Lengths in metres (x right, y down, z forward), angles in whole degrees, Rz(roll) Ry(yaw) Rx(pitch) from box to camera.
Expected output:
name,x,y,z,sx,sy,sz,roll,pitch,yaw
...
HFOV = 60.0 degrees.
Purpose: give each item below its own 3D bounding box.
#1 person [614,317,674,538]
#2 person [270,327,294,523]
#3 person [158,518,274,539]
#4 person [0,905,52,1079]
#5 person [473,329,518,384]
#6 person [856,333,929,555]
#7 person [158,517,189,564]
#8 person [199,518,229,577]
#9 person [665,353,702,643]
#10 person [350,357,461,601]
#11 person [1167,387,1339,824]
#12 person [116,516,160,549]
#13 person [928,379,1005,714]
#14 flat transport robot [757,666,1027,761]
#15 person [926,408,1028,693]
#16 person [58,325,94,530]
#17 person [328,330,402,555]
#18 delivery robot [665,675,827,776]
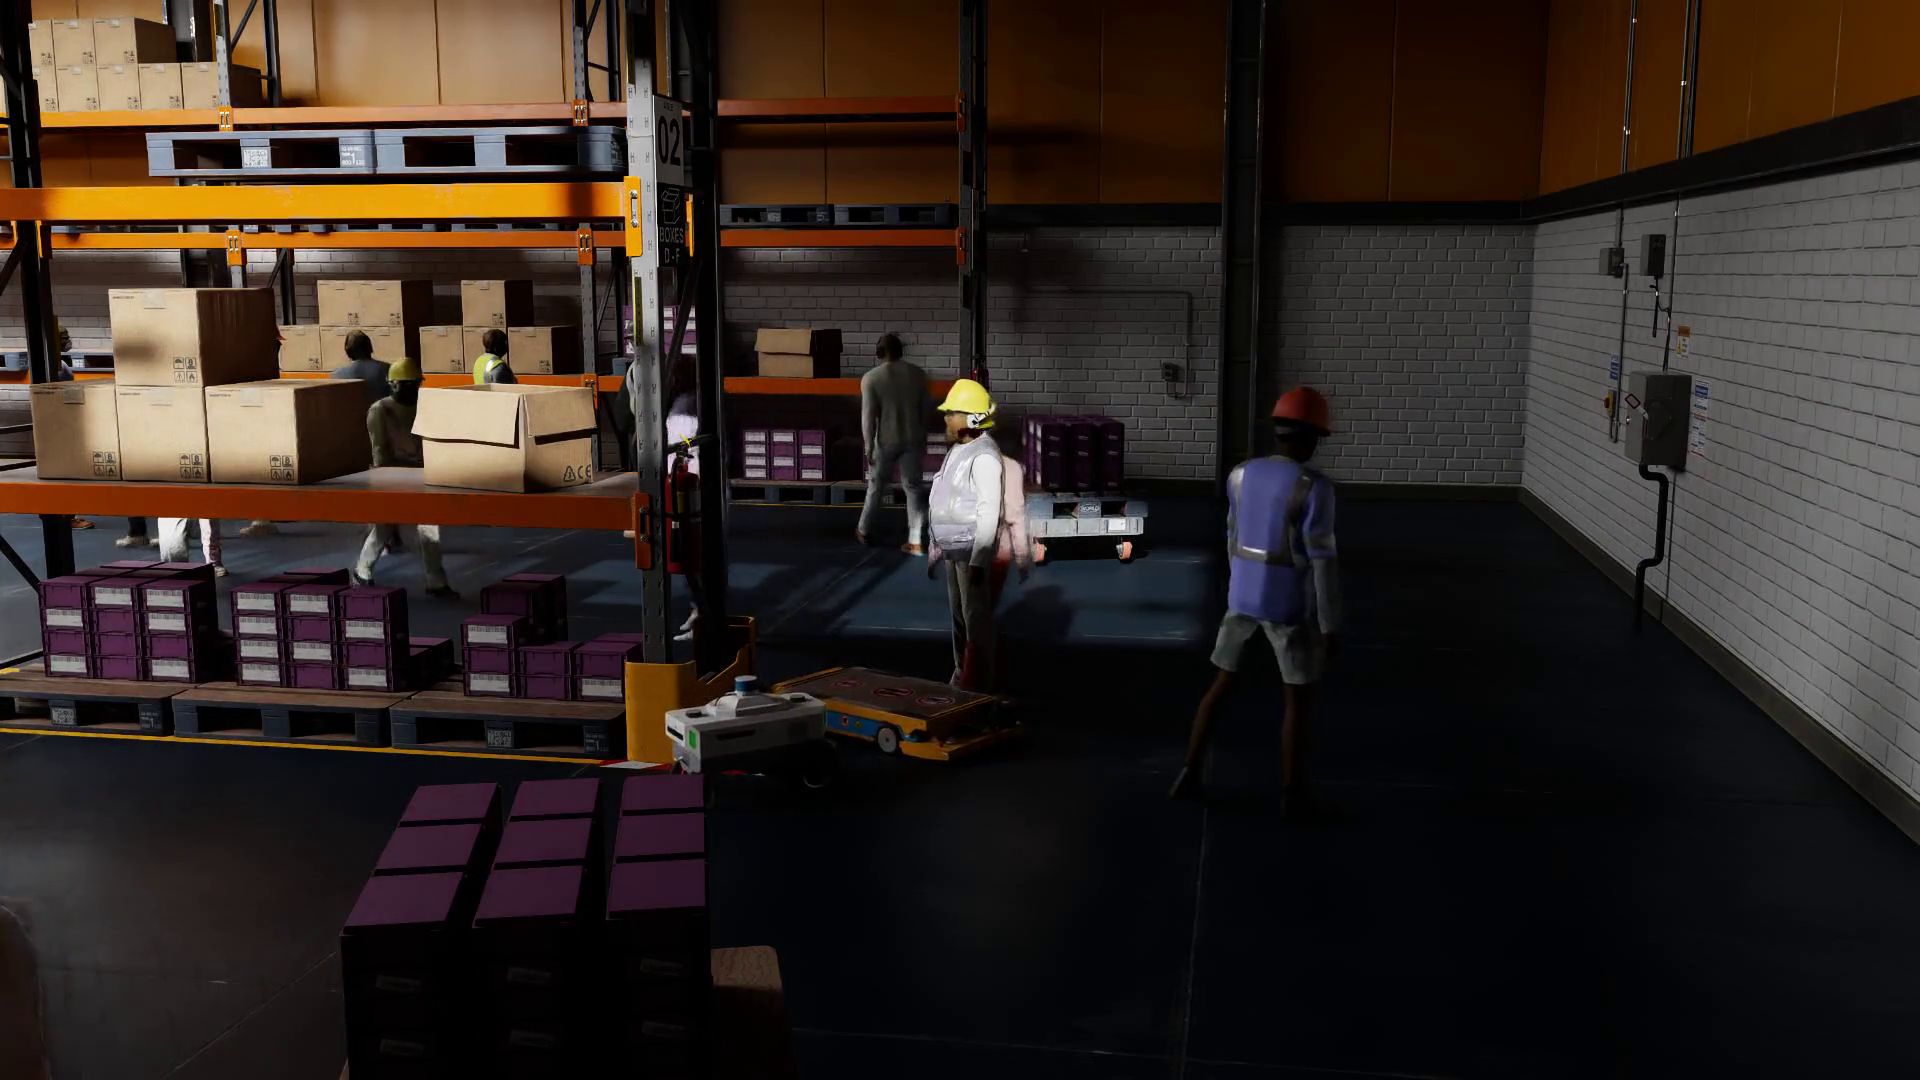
name,x,y,z,sx,sy,sz,roll,pitch,yaw
person,-2.883,-1.048,15.189,0.535,2.000,0.686,1,9,5
person,-6.648,-1.134,16.034,0.369,1.939,0.542,-5,10,-27
person,-6.747,-0.900,15.059,0.971,1.786,0.647,-1,9,-5
person,-1.292,1.122,2.187,0.866,1.898,0.592,0,9,1
person,-4.604,-1.183,16.630,0.429,1.846,0.630,-7,11,-37
person,-0.589,-0.842,14.397,0.639,1.879,0.948,-3,10,-20
person,-5.899,-0.539,12.520,0.362,1.883,0.575,-6,11,-34
person,-6.049,-0.680,13.049,0.612,1.995,0.382,-7,11,-35
person,-1.765,-0.262,10.798,0.469,1.891,0.664,0,9,-1
person,-4.137,-0.449,12.215,0.891,1.802,0.577,5,10,28
person,1.320,0.289,7.310,0.583,1.909,0.771,-9,13,-44
person,-7.131,-0.820,14.438,0.643,1.821,0.534,1,9,8
person,0.029,0.042,9.059,0.404,1.836,0.590,-3,10,-17
flat transport robot,-0.416,0.878,8.711,1.431,0.197,0.652,7,12,38
person,0.059,0.096,9.078,0.542,1.723,0.826,7,11,36
person,-8.408,-1.054,15.541,0.364,1.939,0.636,-7,12,-38
person,-5.083,-0.843,14.319,0.653,1.908,0.752,-4,10,-24
delivery robot,-0.978,0.866,7.620,0.707,0.478,0.477,-5,11,-31
